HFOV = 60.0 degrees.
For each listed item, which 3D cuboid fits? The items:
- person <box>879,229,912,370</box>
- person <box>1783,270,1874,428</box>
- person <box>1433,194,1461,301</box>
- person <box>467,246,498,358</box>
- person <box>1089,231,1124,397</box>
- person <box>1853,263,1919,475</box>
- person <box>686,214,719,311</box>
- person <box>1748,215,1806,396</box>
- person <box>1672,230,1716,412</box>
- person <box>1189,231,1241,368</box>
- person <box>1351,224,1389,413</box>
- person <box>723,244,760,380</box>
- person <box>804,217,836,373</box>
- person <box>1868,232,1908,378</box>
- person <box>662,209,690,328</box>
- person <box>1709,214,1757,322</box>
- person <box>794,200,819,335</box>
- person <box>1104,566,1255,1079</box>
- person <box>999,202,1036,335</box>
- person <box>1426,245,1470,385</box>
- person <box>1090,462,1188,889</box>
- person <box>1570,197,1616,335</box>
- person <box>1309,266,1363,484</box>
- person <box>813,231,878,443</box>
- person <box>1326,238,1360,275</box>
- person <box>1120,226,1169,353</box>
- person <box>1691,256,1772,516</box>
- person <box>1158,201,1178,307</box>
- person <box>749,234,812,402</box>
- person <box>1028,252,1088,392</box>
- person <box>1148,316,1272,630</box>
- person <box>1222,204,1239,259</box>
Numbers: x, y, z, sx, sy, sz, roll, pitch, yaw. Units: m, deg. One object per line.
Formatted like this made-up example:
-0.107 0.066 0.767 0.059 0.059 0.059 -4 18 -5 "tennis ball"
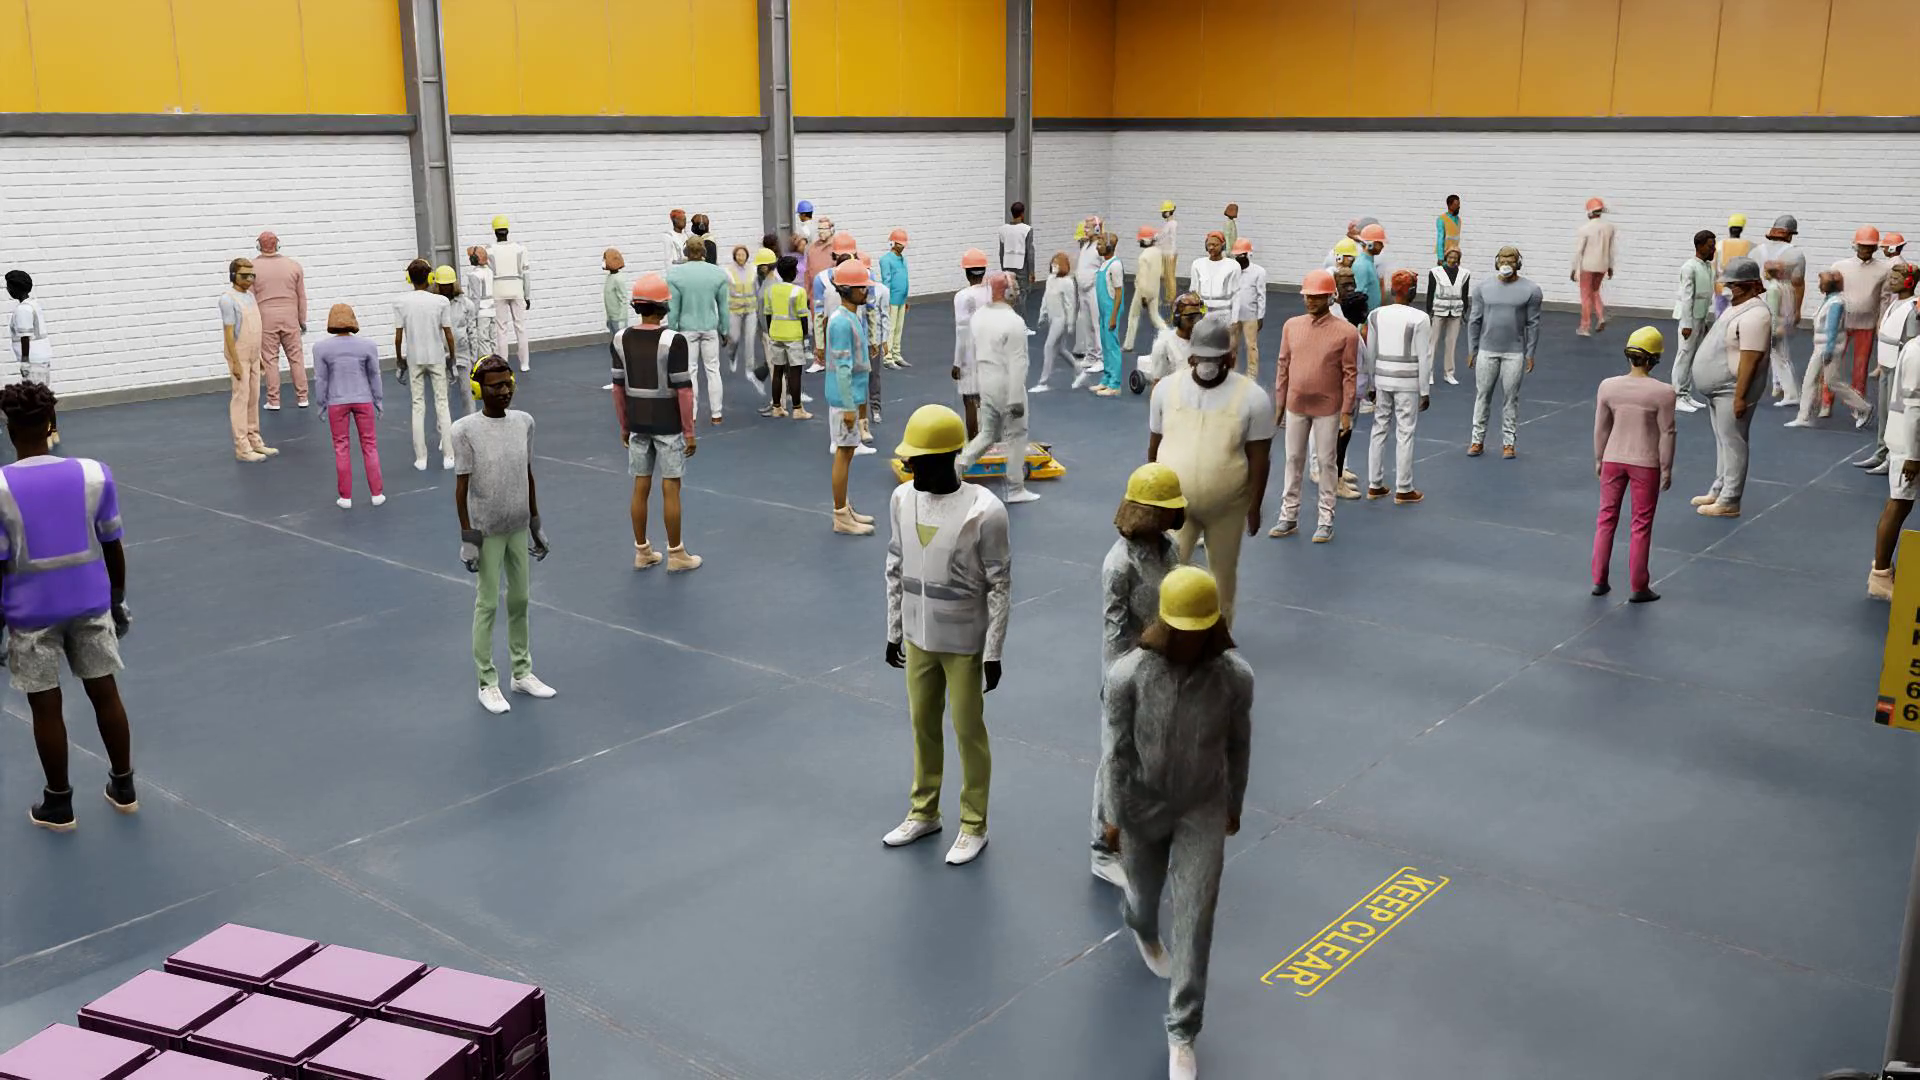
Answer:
-0.784 -3.012 20.810 0.338 1.742 0.562 6 15 24 "person"
8.765 -1.892 16.623 0.725 1.612 0.539 3 14 13 "person"
7.806 -4.556 26.629 0.588 1.920 0.392 -13 19 -43 "person"
-5.563 -2.601 19.379 0.306 1.640 0.522 1 14 5 "person"
1.671 -2.540 18.720 0.325 1.843 0.516 -3 14 -11 "person"
8.170 -1.483 14.494 0.389 1.847 0.567 3 14 11 "person"
-3.470 -3.465 22.424 0.429 1.842 0.633 -5 15 -20 "person"
9.224 -2.657 18.790 0.536 2.000 0.676 -10 17 -35 "person"
7.843 -2.345 17.792 0.387 1.919 0.594 12 18 39 "person"
2.772 -2.435 18.227 0.578 1.883 0.353 6 15 23 "person"
4.303 -2.349 17.670 0.406 1.987 0.614 5 15 19 "person"
-2.635 -2.759 20.057 0.516 1.624 0.491 -4 15 -16 "person"
-1.632 -2.984 20.372 0.641 1.908 0.407 6 15 22 "person"
11.186 -2.829 20.080 0.346 1.743 0.558 13 19 41 "person"
-3.837 -3.577 22.785 0.355 1.884 0.575 5 15 20 "person"
10.033 -3.290 21.649 0.593 1.887 0.947 5 15 20 "person"
-2.199 -3.945 24.155 0.411 1.941 0.605 9 17 32 "person"
0.714 0.838 5.543 0.489 1.688 0.863 1 14 3 "person"
0.826 -3.923 24.093 0.592 1.922 0.392 10 17 35 "person"
5.716 -2.641 19.544 0.512 1.639 0.312 -1 14 -5 "person"
0.742 0.537 6.654 0.331 1.737 0.488 10 17 35 "person"
9.142 -3.952 24.082 0.652 1.978 0.433 -4 14 -14 "person"
3.211 -1.395 14.147 0.508 1.846 0.345 -6 15 -24 "person"
-1.081 -1.920 15.883 0.611 2.029 0.409 -5 15 -19 "person"
4.087 -2.328 17.931 0.404 1.824 0.591 12 19 40 "person"
2.501 -3.315 22.088 0.832 1.707 0.559 10 17 36 "person"
6.012 -1.212 13.015 0.535 2.000 0.679 3 14 13 "person"
3.486 -4.800 27.934 0.340 1.761 0.524 -3 14 -12 "person"
-2.004 -2.428 18.240 0.676 1.866 0.631 4 15 14 "person"
1.143 -2.504 19.076 0.780 1.597 0.506 -6 15 -22 "person"
1.342 -0.257 9.201 0.698 2.000 0.998 4 15 16 "person"
4.808 -5.183 29.736 0.290 1.629 0.499 6 15 21 "person"
